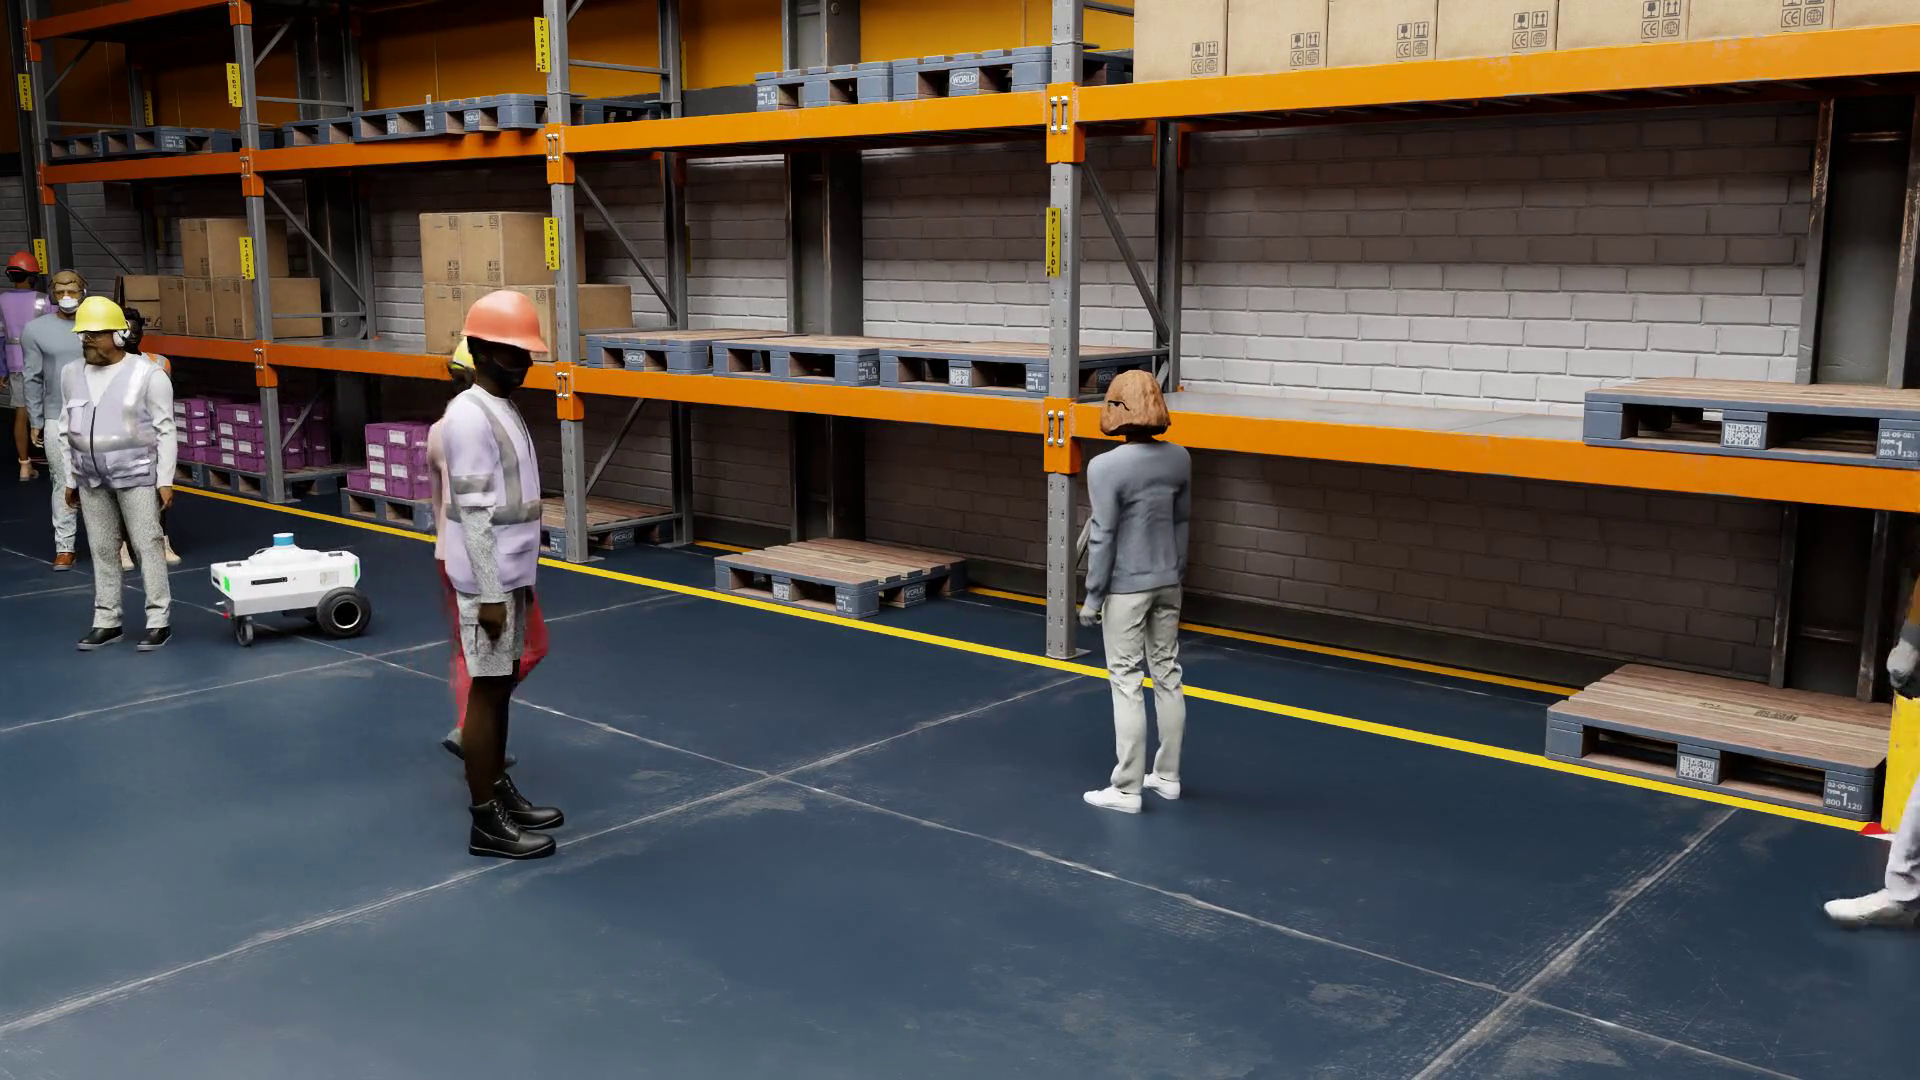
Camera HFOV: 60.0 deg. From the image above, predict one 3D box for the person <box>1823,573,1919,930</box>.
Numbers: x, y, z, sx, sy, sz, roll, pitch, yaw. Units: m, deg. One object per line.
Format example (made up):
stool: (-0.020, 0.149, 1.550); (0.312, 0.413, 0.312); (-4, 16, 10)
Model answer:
person: (2.971, 0.334, 4.794); (0.687, 1.829, 0.433); (3, 11, 19)

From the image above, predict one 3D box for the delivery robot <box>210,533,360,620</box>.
delivery robot: (-3.590, 0.208, 8.857); (0.707, 0.478, 0.477); (-7, 12, -34)

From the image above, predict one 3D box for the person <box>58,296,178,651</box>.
person: (-4.341, -0.331, 8.558); (0.600, 1.829, 0.404); (1, 10, 4)

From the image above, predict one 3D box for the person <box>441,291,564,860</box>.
person: (-1.565, 0.118, 5.724); (0.375, 1.931, 0.542); (-1, 10, -4)

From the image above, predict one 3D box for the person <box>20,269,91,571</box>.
person: (-5.694, -0.772, 10.767); (0.629, 1.940, 0.373); (-5, 11, -26)

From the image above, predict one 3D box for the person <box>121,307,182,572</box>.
person: (-5.342, -0.655, 10.789); (0.318, 1.697, 0.535); (8, 13, 39)

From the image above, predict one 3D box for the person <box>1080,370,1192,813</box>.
person: (0.649, 0.191, 6.148); (0.501, 1.633, 0.285); (-8, 13, -38)

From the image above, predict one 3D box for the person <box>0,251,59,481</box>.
person: (-8.283, -1.541, 14.851); (0.605, 2.044, 0.375); (-1, 10, -6)

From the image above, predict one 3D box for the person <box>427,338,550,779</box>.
person: (-1.841, 0.082, 6.424); (0.537, 1.750, 0.398); (7, 12, 35)
